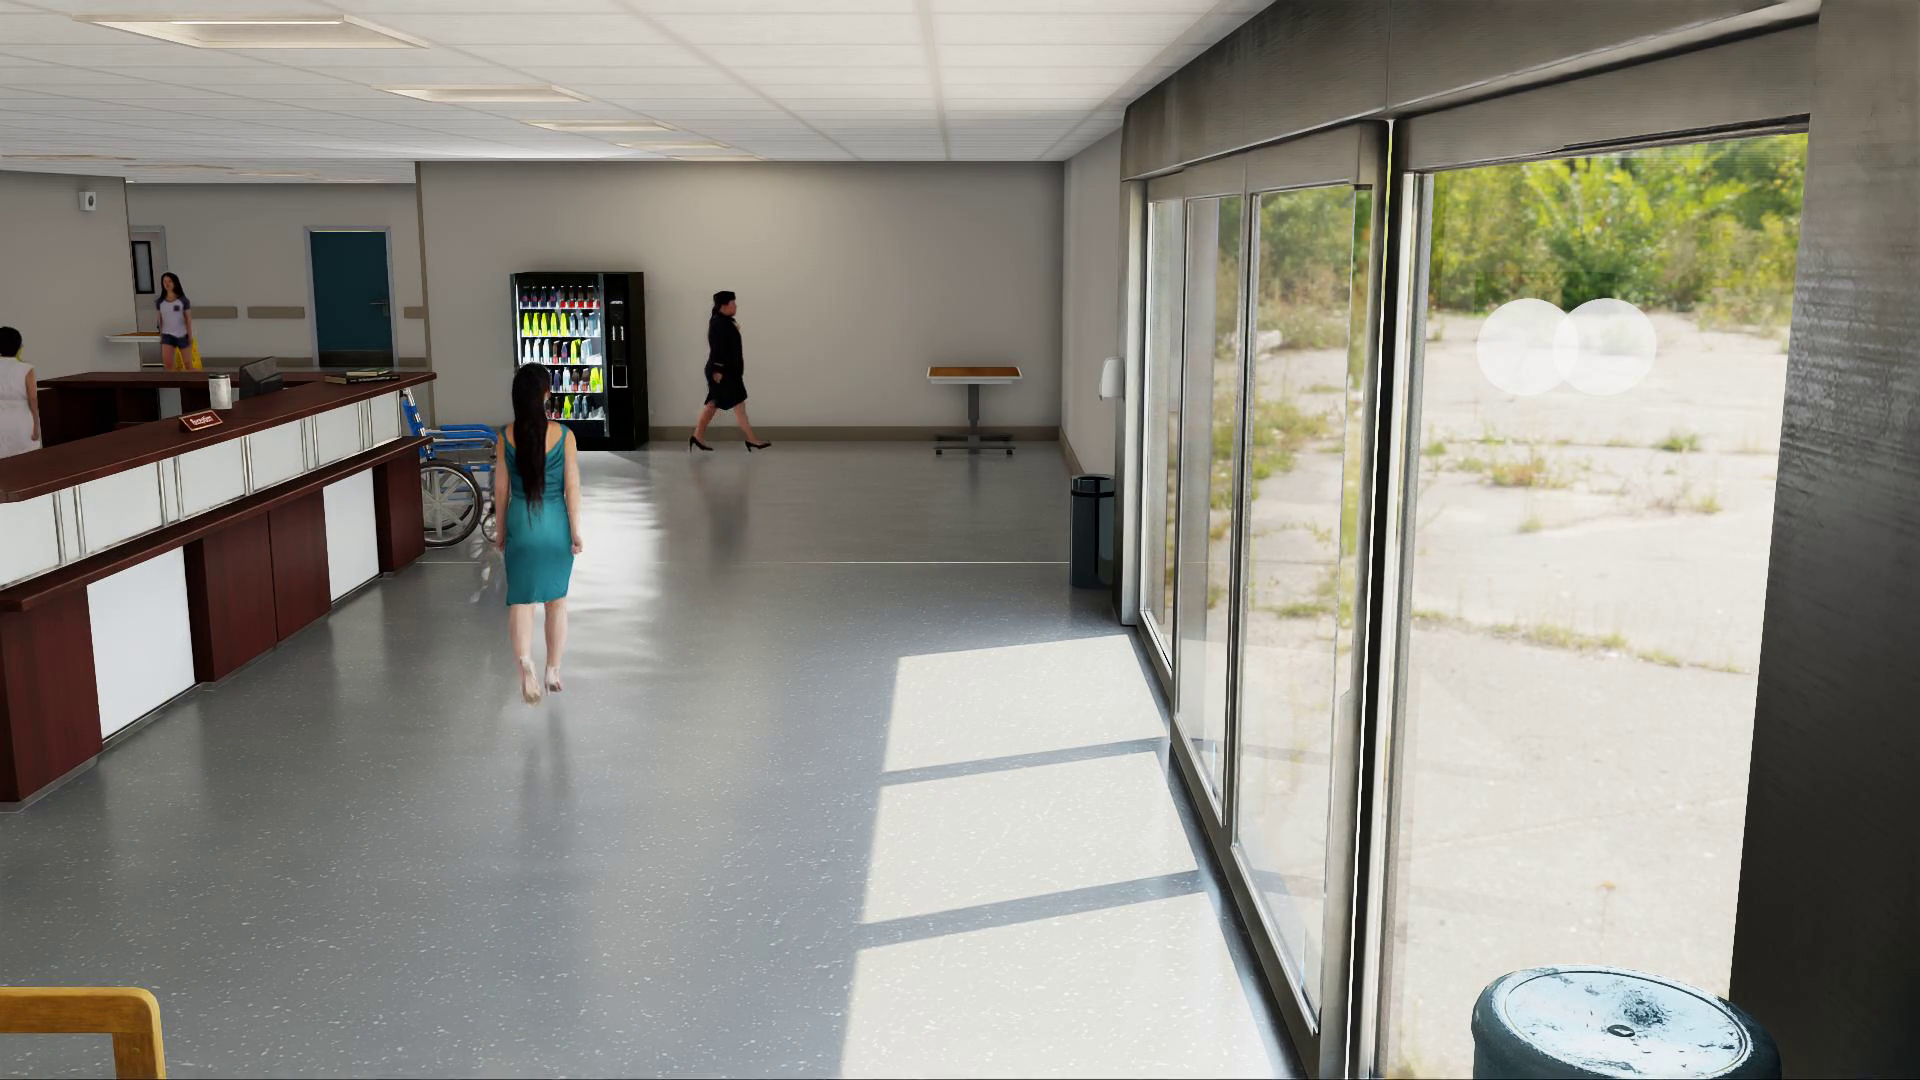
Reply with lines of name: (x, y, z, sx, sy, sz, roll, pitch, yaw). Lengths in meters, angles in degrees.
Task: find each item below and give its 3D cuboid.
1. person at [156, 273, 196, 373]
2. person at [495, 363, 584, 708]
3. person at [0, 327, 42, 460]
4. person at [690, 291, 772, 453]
person: (-10.433, -2.698, 22.218, 1.062, 1.669, 0.764, -2, 11, -9)
person: (-2.018, 0.016, 7.922, 0.952, 1.666, 0.750, -2, 11, -10)
person: (-7.365, -0.861, 12.900, 0.972, 1.533, 0.846, -4, 12, -21)
person: (-2.478, -1.660, 16.860, 1.055, 1.627, 0.741, 0, 11, -2)
